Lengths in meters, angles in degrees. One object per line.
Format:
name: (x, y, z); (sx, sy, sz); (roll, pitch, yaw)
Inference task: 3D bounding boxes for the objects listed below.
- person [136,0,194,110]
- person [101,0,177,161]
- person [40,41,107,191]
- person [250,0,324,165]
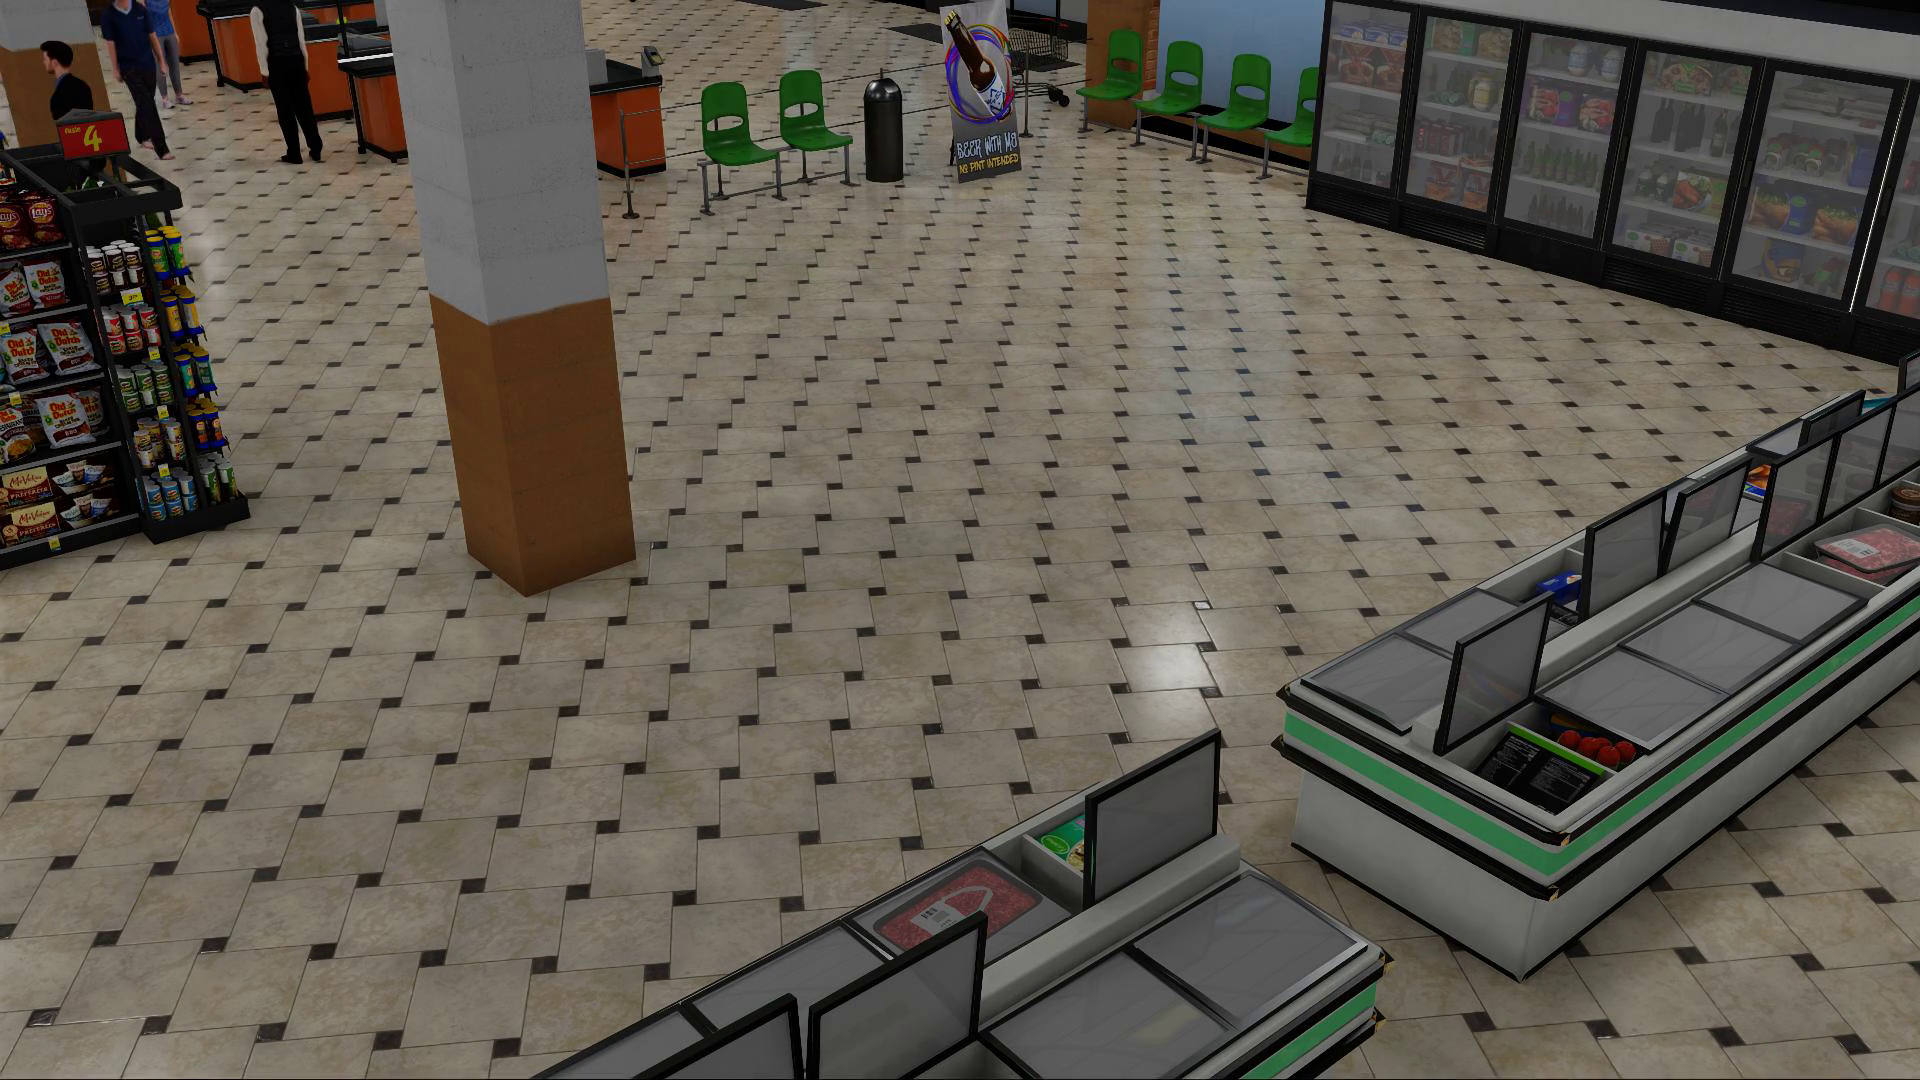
person: (-9.395, -5.925, 19.556); (0.695, 1.610, 0.590); (15, 31, 27)
person: (-8.580, -4.891, 17.289); (0.862, 1.817, 1.177); (22, 34, 36)
person: (-7.237, -3.183, 13.865); (1.209, 1.868, 0.985); (-6, 28, -12)
person: (-6.945, -4.860, 17.117); (0.519, 1.917, 0.747); (-23, 35, -37)
